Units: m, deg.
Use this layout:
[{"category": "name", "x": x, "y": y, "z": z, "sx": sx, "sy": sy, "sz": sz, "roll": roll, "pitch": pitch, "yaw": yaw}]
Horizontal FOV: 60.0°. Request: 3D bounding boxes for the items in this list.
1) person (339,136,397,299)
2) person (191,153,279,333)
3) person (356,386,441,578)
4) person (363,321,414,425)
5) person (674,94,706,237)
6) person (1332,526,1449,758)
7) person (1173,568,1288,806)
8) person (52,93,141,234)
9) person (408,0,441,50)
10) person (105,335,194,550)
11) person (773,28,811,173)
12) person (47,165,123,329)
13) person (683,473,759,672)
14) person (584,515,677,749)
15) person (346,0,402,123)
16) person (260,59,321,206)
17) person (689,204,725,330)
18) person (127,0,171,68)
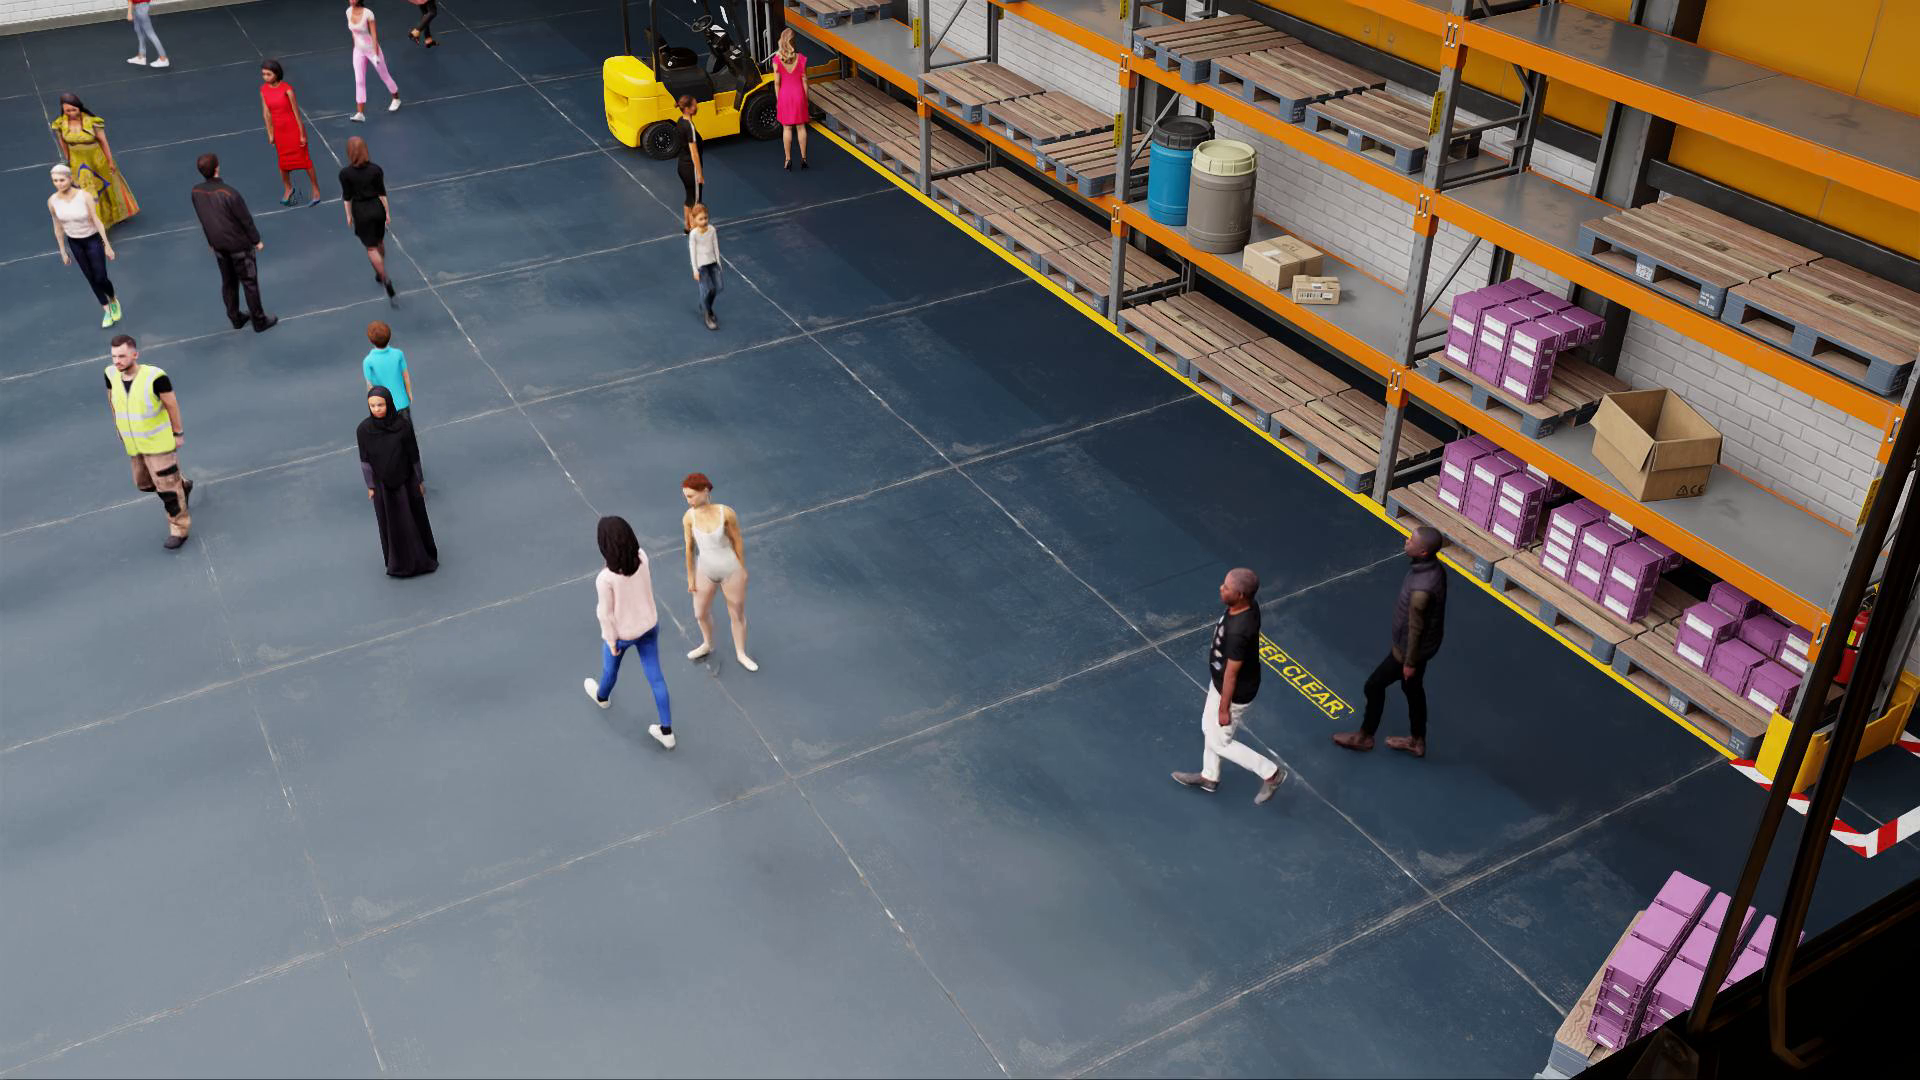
[{"category": "person", "x": -6.059, "y": -3.281, "z": 17.111, "sx": 0.591, "sy": 1.672, "sz": 1.019, "roll": -19, "pitch": 38, "yaw": -26}, {"category": "person", "x": -7.204, "y": -2.920, "z": 16.418, "sx": 0.800, "sy": 1.838, "sz": 0.856, "roll": 8, "pitch": 34, "yaw": 12}, {"category": "person", "x": -4.388, "y": -0.466, "z": 12.930, "sx": 0.671, "sy": 1.614, "sz": 0.686, "roll": -6, "pitch": 34, "yaw": -9}, {"category": "person", "x": -4.817, "y": -1.170, "z": 14.145, "sx": 0.588, "sy": 1.441, "sz": 0.701, "roll": -25, "pitch": 41, "yaw": -32}, {"category": "person", "x": -2.981, "y": -4.100, "z": 18.350, "sx": 0.666, "sy": 1.665, "sz": 0.468, "roll": -14, "pitch": 36, "yaw": -20}, {"category": "person", "x": 3.058, "y": 0.719, "z": 10.963, "sx": 1.034, "sy": 1.817, "sz": 0.964, "roll": 13, "pitch": 36, "yaw": 18}, {"category": "person", "x": 1.812, "y": 0.969, "z": 10.615, "sx": 1.081, "sy": 1.786, "sz": 1.034, "roll": 7, "pitch": 34, "yaw": 11}, {"category": "person", "x": -9.696, "y": -4.219, "z": 18.581, "sx": 0.883, "sy": 1.608, "sz": 1.320, "roll": -14, "pitch": 36, "yaw": -19}, {"category": "person", "x": -7.882, "y": -7.944, "z": 24.111, "sx": 0.818, "sy": 1.690, "sz": 0.824, "roll": 24, "pitch": 41, "yaw": 32}, {"category": "person", "x": -6.452, "y": -0.843, "z": 13.299, "sx": 1.006, "sy": 1.832, "sz": 1.092, "roll": 5, "pitch": 34, "yaw": 7}, {"category": "person", "x": -2.035, "y": -5.334, "z": 20.150, "sx": 0.654, "sy": 1.728, "sz": 0.667, "roll": -3, "pitch": 34, "yaw": -4}, {"category": "person", "x": -8.703, "y": -2.970, "z": 16.623, "sx": 0.735, "sy": 1.696, "sz": 0.754, "roll": -3, "pitch": 34, "yaw": -4}, {"category": "person", "x": -1.690, "y": 0.225, "z": 11.875, "sx": 0.743, "sy": 1.631, "sz": 0.720, "roll": -6, "pitch": 34, "yaw": -8}, {"category": "person", "x": -2.130, "y": 0.661, "z": 11.139, "sx": 0.825, "sy": 1.719, "sz": 1.170, "roll": -29, "pitch": 43, "yaw": -36}, {"category": "person", "x": -7.667, "y": -6.361, "z": 21.732, "sx": 1.132, "sy": 1.687, "sz": 1.177, "roll": 9, "pitch": 35, "yaw": 14}, {"category": "person", "x": -7.742, "y": -4.701, "z": 19.200, "sx": 0.767, "sy": 1.725, "sz": 0.801, "roll": 5, "pitch": 34, "yaw": 7}, {"category": "person", "x": -2.576, "y": -2.756, "z": 16.650, "sx": 0.534, "sy": 1.310, "sz": 0.585, "roll": -25, "pitch": 41, "yaw": -33}, {"category": "person", "x": -11.476, "y": -7.509, "z": 23.455, "sx": 0.833, "sy": 1.692, "sz": 0.838, "roll": -7, "pitch": 34, "yaw": -10}]
